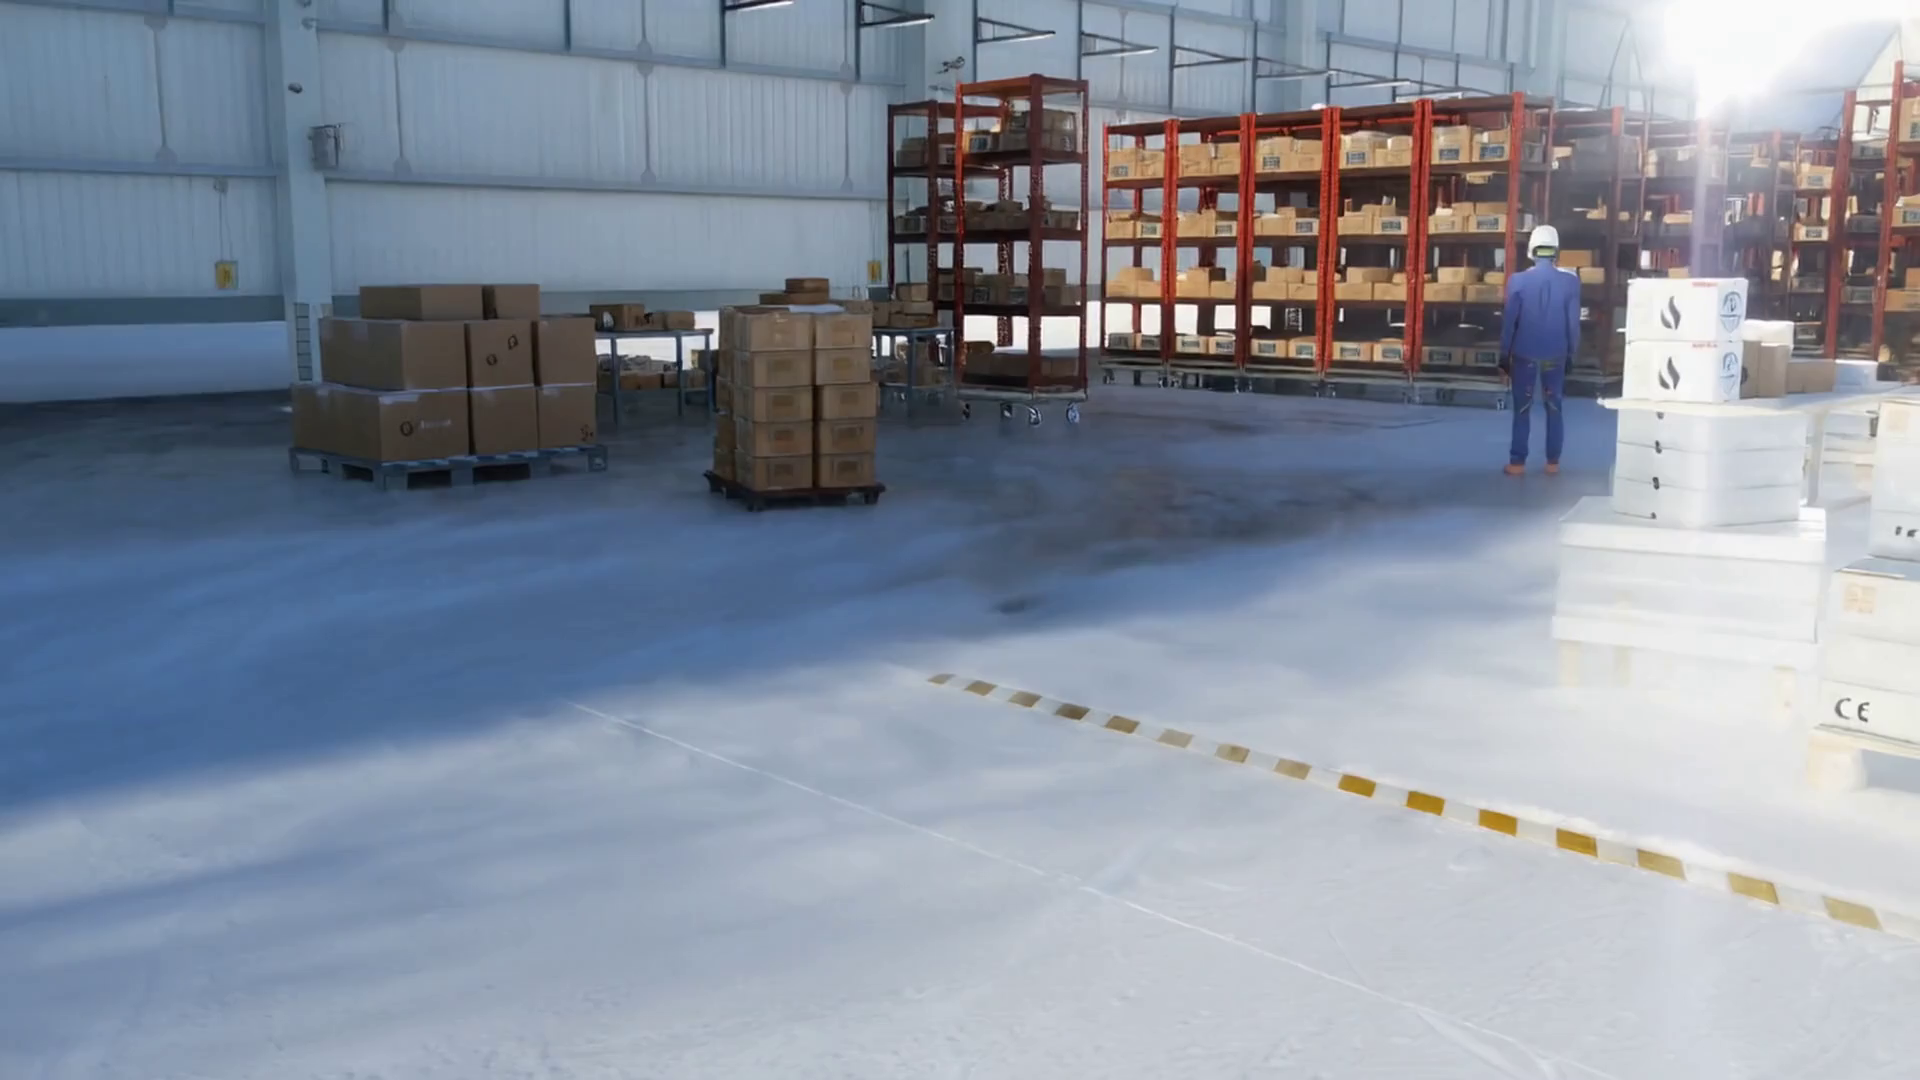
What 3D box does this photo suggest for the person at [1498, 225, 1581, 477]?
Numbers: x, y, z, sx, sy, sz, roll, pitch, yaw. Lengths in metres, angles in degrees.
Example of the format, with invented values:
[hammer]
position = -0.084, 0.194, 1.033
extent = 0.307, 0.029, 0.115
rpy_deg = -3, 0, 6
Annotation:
[person]
position = 4.593, -1.489, 13.218
extent = 0.624, 1.993, 0.385
rpy_deg = 0, 9, 1
